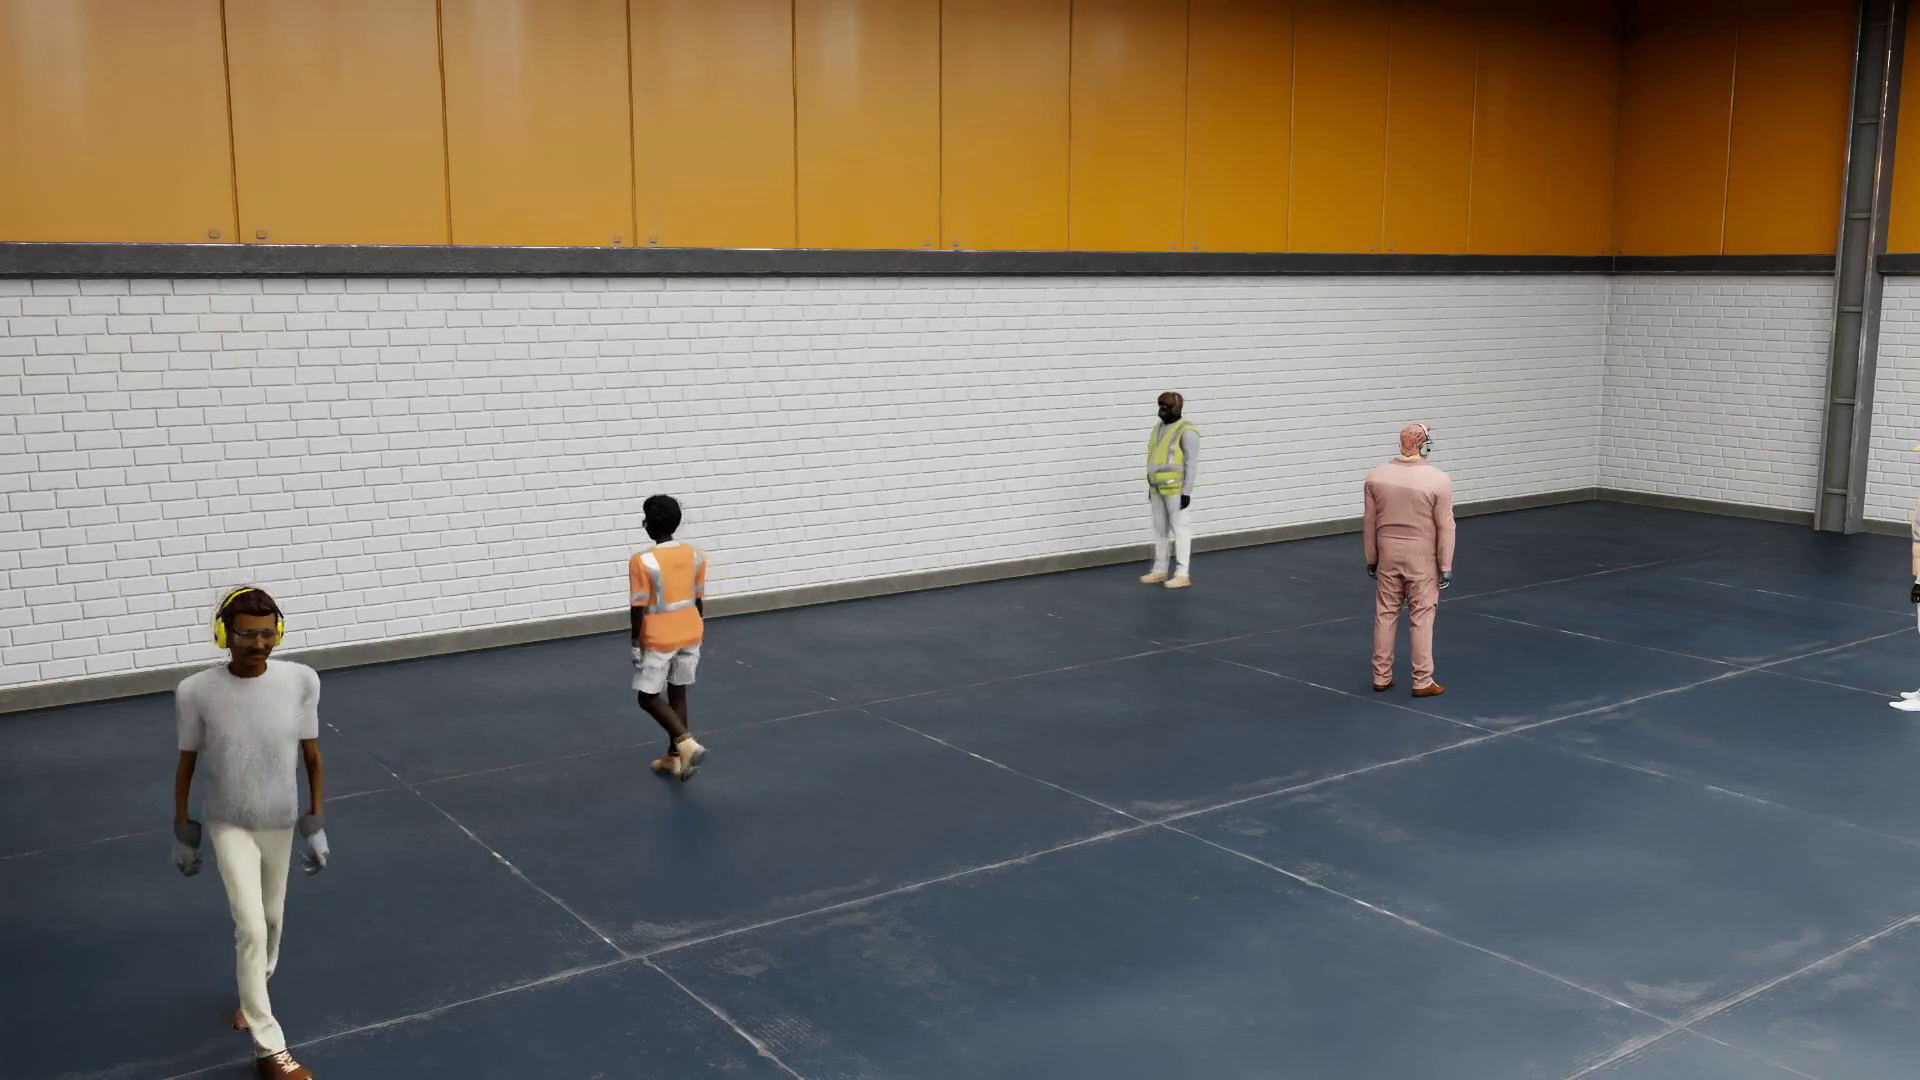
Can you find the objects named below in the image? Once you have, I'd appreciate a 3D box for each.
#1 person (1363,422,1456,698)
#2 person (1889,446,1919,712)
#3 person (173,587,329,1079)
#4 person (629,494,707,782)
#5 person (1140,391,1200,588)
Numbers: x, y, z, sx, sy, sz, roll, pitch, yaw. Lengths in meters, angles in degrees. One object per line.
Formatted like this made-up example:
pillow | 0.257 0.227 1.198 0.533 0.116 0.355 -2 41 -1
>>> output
person | 3.132 0.136 11.563 0.651 1.906 0.403 8 12 39
person | 6.508 0.198 11.112 0.366 1.927 0.585 8 12 42
person | -2.656 1.050 6.215 0.505 1.826 0.897 -7 11 -36
person | -1.625 0.578 9.510 0.558 1.679 0.539 8 12 41
person | 1.952 -0.477 15.544 0.429 1.840 0.632 -5 11 -30
